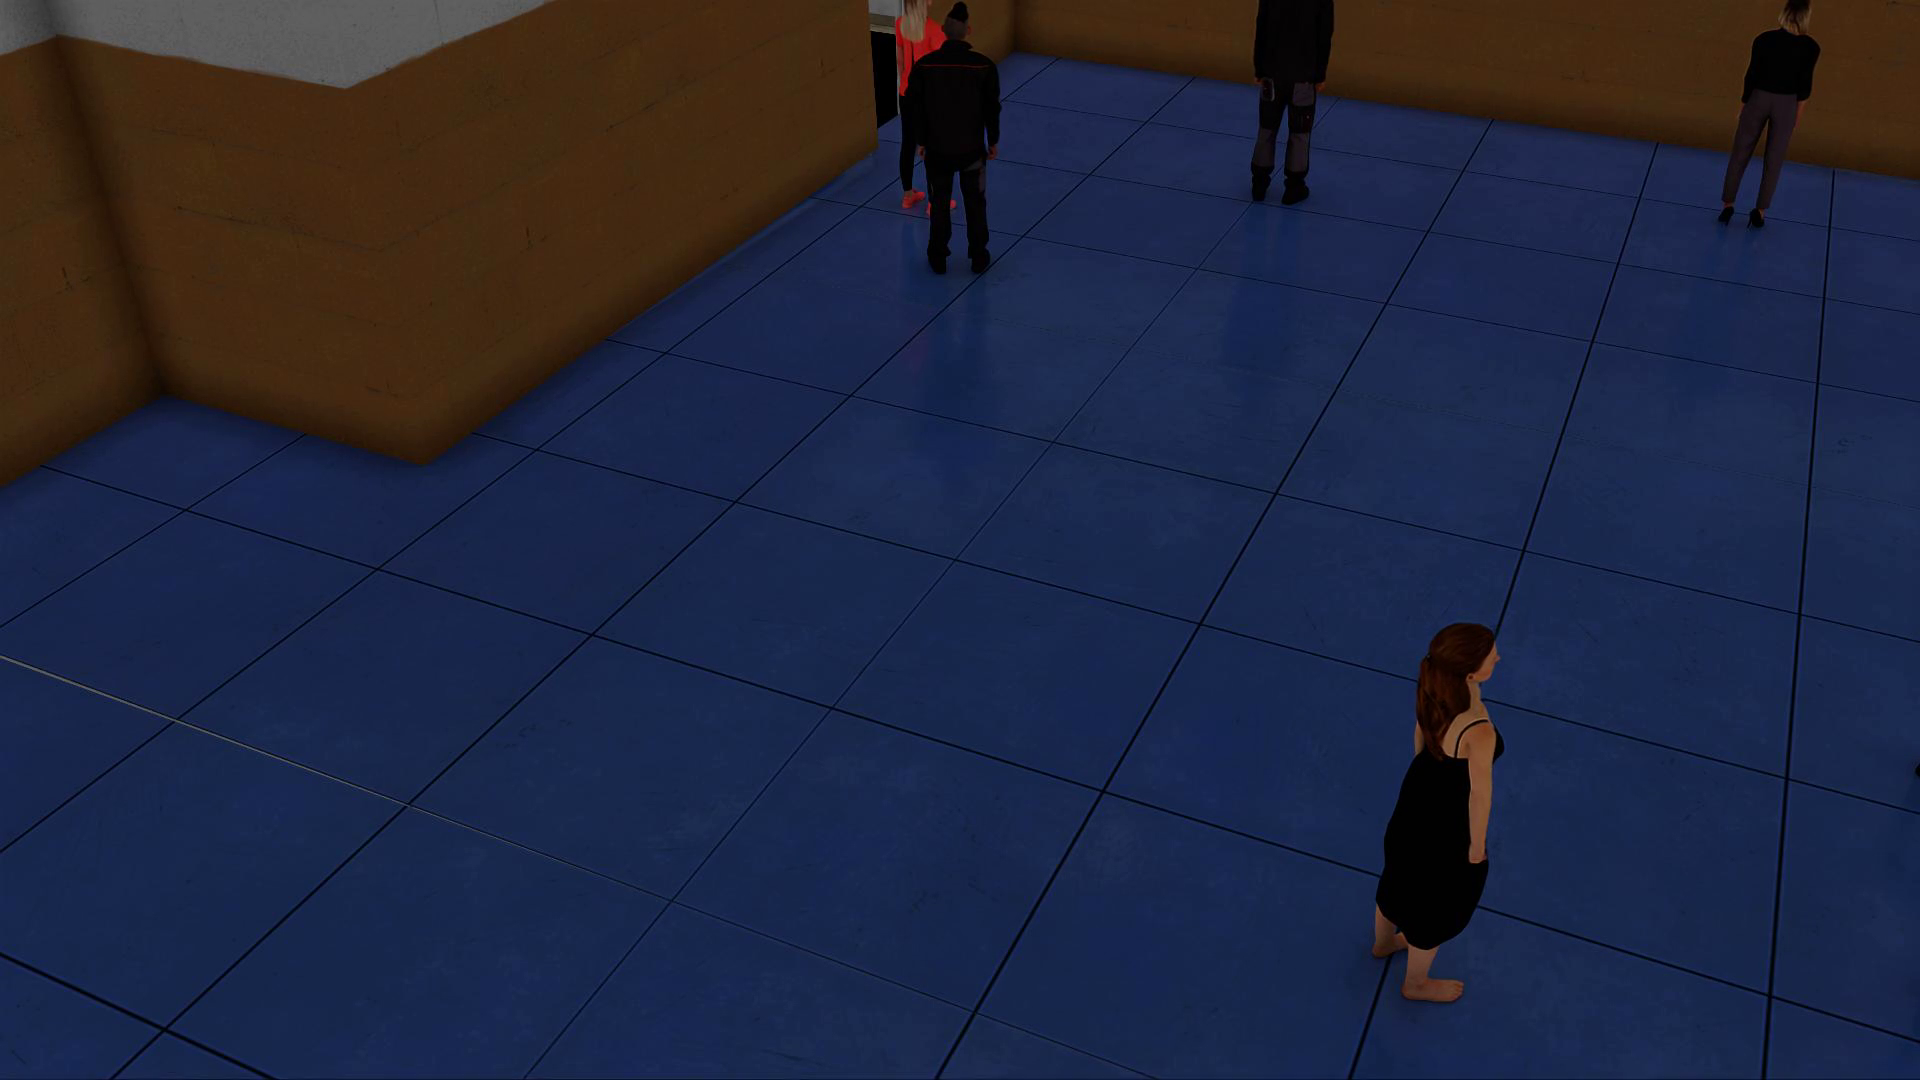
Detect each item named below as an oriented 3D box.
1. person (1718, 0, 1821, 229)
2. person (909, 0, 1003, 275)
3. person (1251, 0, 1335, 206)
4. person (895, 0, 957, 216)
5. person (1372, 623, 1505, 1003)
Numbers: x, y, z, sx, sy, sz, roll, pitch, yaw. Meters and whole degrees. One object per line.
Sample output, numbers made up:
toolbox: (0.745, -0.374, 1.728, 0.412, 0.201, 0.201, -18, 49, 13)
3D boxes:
person: (5.762, -3.034, 11.846, 0.471, 1.672, 0.661, 17, 37, 24)
person: (-0.021, -2.686, 11.131, 0.726, 1.861, 0.909, 1, 34, 2)
person: (2.420, -3.438, 12.206, 0.537, 1.946, 0.771, 12, 36, 18)
person: (-0.279, -3.221, 12.107, 0.548, 1.694, 0.702, 24, 41, 32)
person: (1.691, 0.957, 5.888, 0.731, 1.625, 0.675, -9, 35, -14)
